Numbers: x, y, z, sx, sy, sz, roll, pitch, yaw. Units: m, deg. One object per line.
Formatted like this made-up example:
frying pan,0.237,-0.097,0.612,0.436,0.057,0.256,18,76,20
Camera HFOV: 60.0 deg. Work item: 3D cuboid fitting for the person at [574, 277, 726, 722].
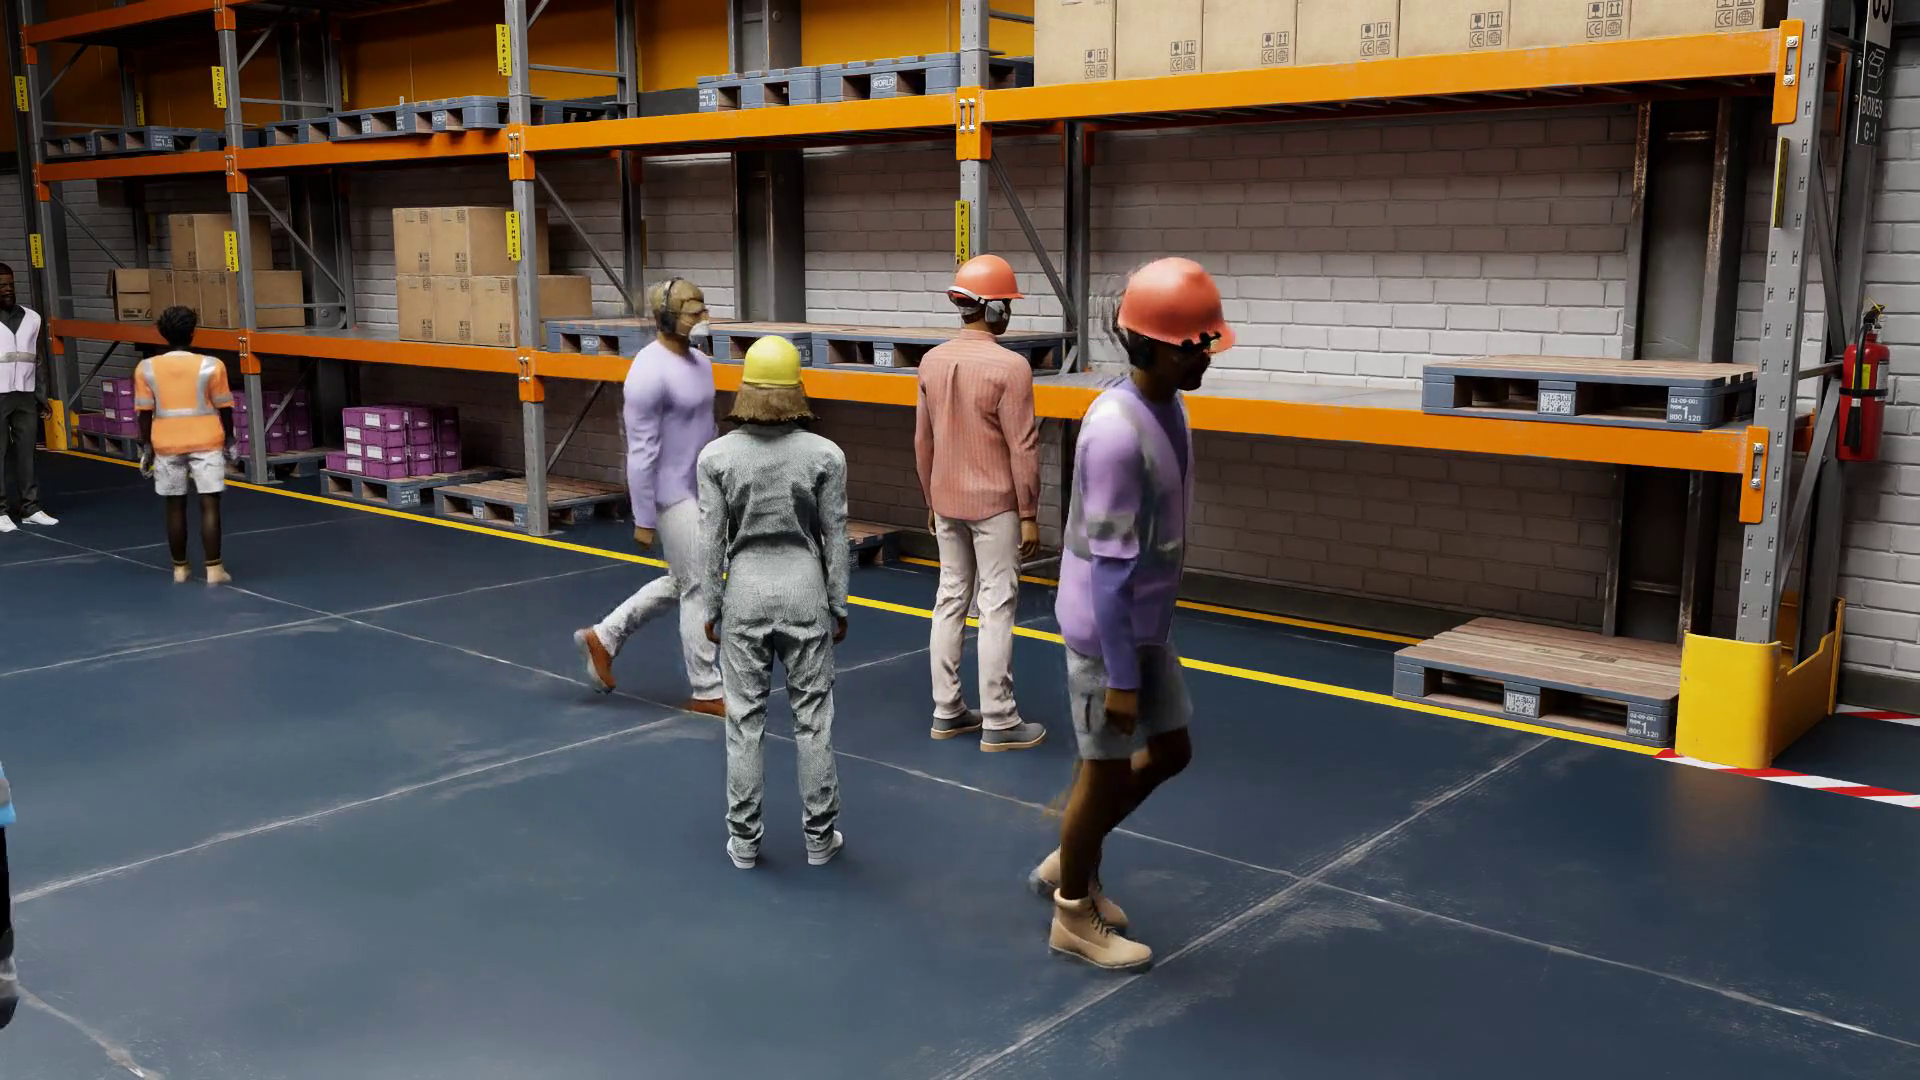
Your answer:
person,-1.291,-0.171,7.139,0.825,1.908,0.633,2,10,10

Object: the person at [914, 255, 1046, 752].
person,0.089,-0.144,6.729,0.622,1.993,0.382,10,14,44

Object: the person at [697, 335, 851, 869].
person,-0.601,0.209,5.439,0.493,1.743,0.295,-1,10,-5

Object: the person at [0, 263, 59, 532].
person,-6.869,-1.031,12.003,0.390,1.919,0.591,5,11,25

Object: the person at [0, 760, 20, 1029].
person,-1.850,0.703,2.778,0.555,1.682,0.406,-2,10,-9

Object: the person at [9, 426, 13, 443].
person,-9.092,-1.556,15.803,0.268,1.630,0.507,9,13,40

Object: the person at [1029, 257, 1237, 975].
person,0.475,0.240,4.520,0.573,2.000,0.647,5,11,24

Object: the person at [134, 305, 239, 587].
person,-4.626,-0.559,9.976,0.545,1.697,0.327,-2,10,-9
